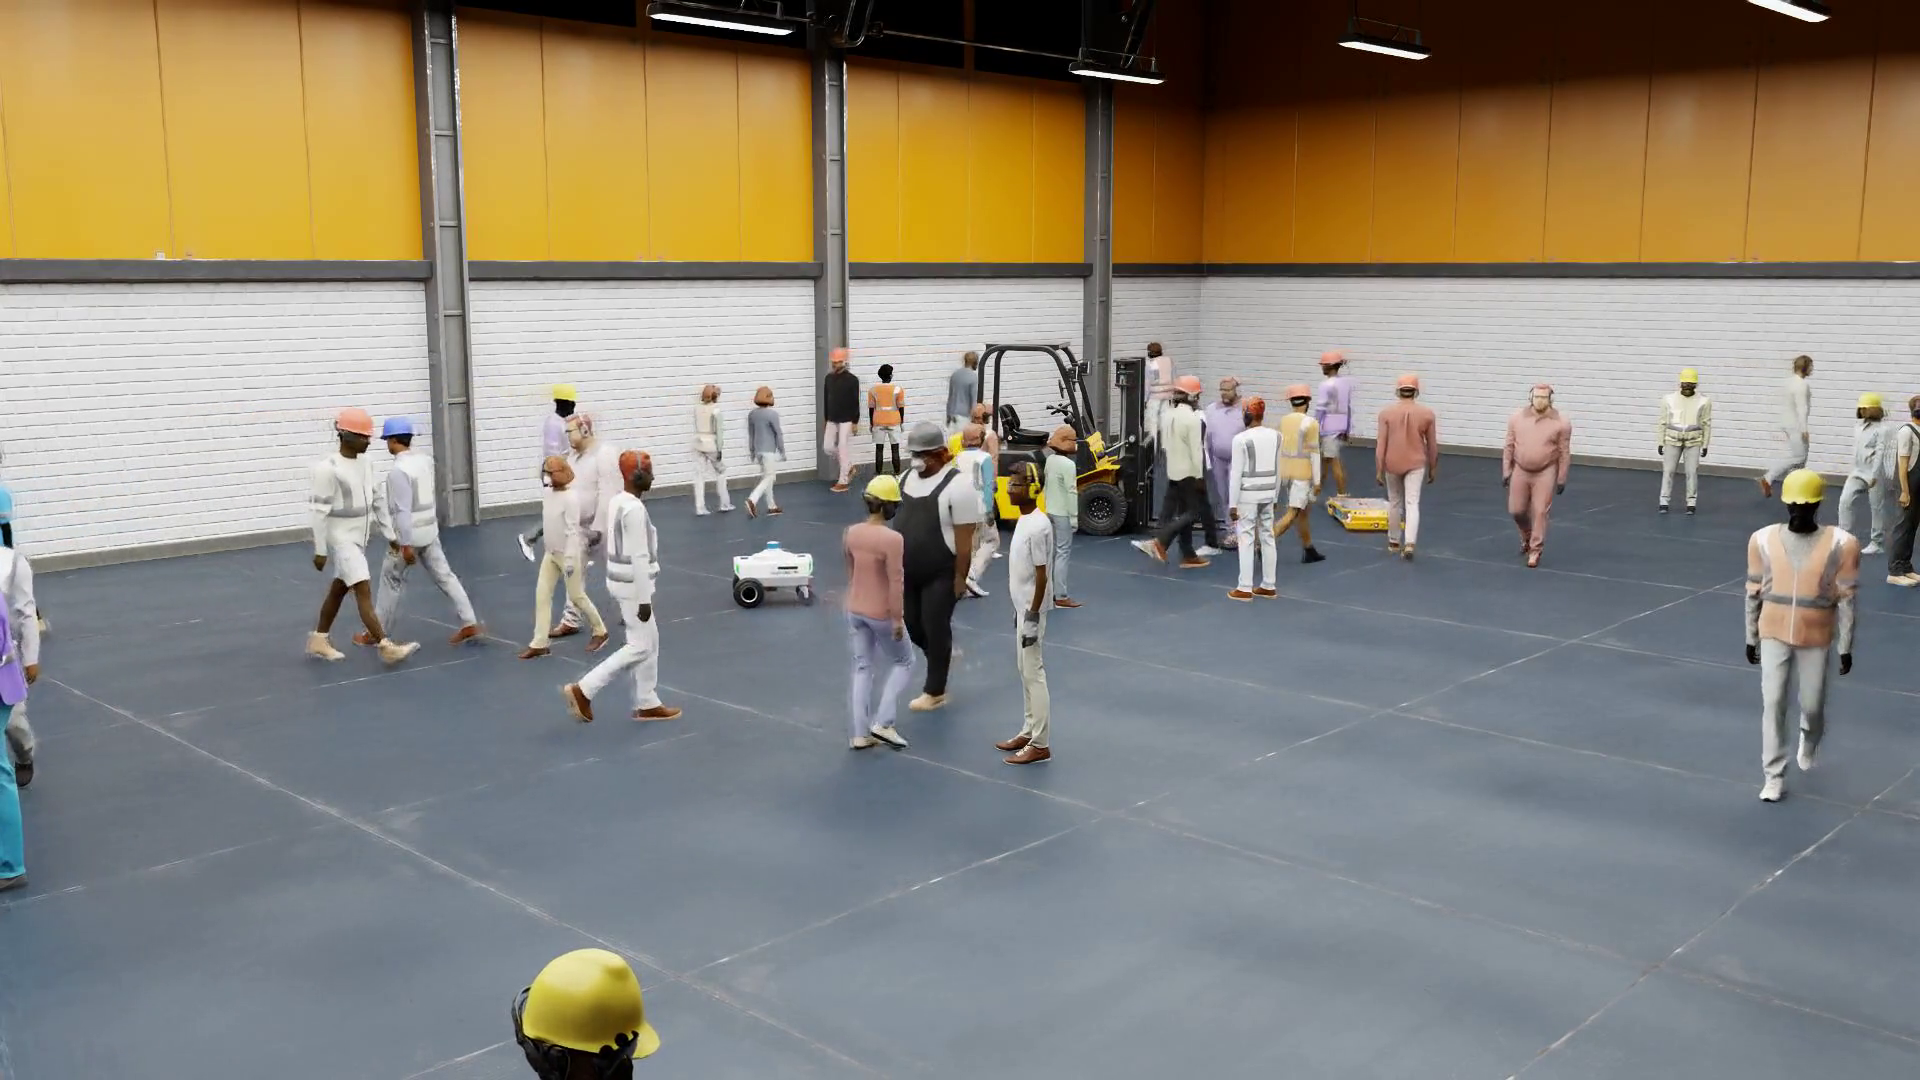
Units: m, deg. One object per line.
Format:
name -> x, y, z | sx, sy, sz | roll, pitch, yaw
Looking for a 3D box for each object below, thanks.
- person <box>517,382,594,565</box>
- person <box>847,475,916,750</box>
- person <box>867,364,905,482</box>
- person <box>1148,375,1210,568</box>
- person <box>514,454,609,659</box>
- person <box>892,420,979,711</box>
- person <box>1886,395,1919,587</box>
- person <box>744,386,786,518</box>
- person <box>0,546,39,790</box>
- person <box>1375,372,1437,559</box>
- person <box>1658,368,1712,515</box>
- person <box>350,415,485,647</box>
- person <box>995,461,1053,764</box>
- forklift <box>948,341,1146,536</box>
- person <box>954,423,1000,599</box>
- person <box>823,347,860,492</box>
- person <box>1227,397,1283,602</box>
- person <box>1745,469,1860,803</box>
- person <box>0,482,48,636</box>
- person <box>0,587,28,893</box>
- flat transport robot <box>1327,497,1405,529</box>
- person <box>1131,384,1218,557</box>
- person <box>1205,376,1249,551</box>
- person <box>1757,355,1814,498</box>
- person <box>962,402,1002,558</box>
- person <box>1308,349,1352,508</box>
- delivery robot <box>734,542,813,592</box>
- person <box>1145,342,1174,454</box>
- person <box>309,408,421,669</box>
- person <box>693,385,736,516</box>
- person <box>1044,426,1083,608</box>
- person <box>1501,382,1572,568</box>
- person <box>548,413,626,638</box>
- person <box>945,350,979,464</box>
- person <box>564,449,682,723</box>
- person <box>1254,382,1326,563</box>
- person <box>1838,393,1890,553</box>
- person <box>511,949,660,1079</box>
person -> -4.134, -0.661, 16.920 | 0.655, 1.904, 0.614 | 0, 9, -1
person -> -0.515, 0.463, 10.486 | 0.549, 1.748, 0.427 | 9, 13, 42
person -> -1.035, -1.632, 23.483 | 0.530, 1.696, 0.322 | 1, 9, 4
person -> 2.225, -0.673, 16.732 | 0.669, 1.978, 0.634 | -3, 10, -19
person -> -3.107, 0.119, 13.043 | 0.765, 1.598, 0.514 | -9, 13, -44
person -> -0.186, 0.156, 11.467 | 0.692, 2.000, 0.643 | 8, 12, 42
person -> 9.164, -0.482, 15.981 | 0.508, 1.846, 0.345 | -8, 12, -41
person -> -2.407, -1.074, 20.293 | 0.501, 1.611, 0.706 | 8, 12, 40
person -> -5.450, 0.633, 9.254 | 0.602, 1.816, 0.603 | -3, 10, -19
person -> 4.705, -0.782, 17.529 | 0.639, 1.964, 0.996 | 2, 9, 12
person -> 8.953, -1.216, 20.566 | 0.599, 1.824, 0.403 | 4, 10, 25
person -> -4.342, -0.050, 13.297 | 1.083, 1.887, 0.605 | 1, 9, 7
person -> 0.406, 0.442, 10.236 | 0.328, 1.873, 0.515 | -1, 9, -7
forklift -> 0.977, -1.223, 19.452 | 2.313, 2.155, 1.214 | 2, 9, 11
person -> 0.150, -0.261, 15.283 | 0.357, 1.617, 0.544 | -7, 12, -38
person -> -1.613, -1.648, 22.710 | 0.640, 1.976, 0.498 | 7, 12, 38
person -> 2.695, -0.371, 15.205 | 0.580, 1.879, 0.346 | -5, 11, -29
person -> 4.847, 0.526, 9.608 | 0.602, 1.908, 0.726 | 7, 11, 35
person -> -7.771, 0.047, 13.312 | 0.530, 1.651, 0.873 | 8, 12, 40
person -> -4.749, 0.804, 8.084 | 0.391, 1.848, 0.563 | -5, 11, -29
flat transport robot -> 4.832, -0.328, 19.845 | 0.652, 0.197, 1.431 | 1, 9, 3
person -> 2.316, -0.725, 17.412 | 1.036, 1.857, 0.620 | -4, 10, -25
person -> 2.873, -0.825, 17.993 | 0.648, 1.870, 0.871 | 7, 12, 37
person -> 10.887, -1.457, 21.717 | 0.740, 1.922, 0.664 | 3, 10, 18
person -> 0.209, -0.622, 17.462 | 0.315, 1.640, 0.514 | -8, 12, -41
person -> 4.593, -1.407, 21.132 | 0.924, 2.009, 0.636 | 8, 12, 41
delivery robot -> -1.690, 0.258, 15.078 | 0.707, 0.478, 0.477 | -1, 9, -9
person -> 3.239, -2.327, 27.382 | 0.657, 1.824, 0.430 | -7, 12, -36
person -> -4.594, -0.010, 12.680 | 1.081, 1.973, 0.606 | 2, 9, 12
person -> -3.051, -1.115, 20.568 | 0.507, 1.606, 0.737 | 5, 10, 28
person -> 0.920, -0.210, 14.958 | 0.280, 1.631, 0.504 | -4, 10, -23
person -> 5.913, -0.684, 17.061 | 0.667, 1.890, 0.565 | 6, 11, 31
person -> -3.054, -0.148, 13.945 | 0.627, 1.856, 1.008 | 6, 11, 34
person -> -0.040, -1.759, 23.724 | 0.924, 1.895, 0.647 | -6, 11, -32
person -> -2.238, 0.329, 10.978 | 0.717, 1.860, 0.579 | -3, 10, -20
person -> 3.371, -0.658, 16.960 | 0.958, 1.889, 0.551 | -6, 11, -33
person -> 9.574, -0.696, 17.659 | 0.721, 1.716, 0.494 | -3, 10, -16
person -> -0.728, 1.640, 3.227 | 0.329, 1.763, 0.523 | -1, 9, -9
